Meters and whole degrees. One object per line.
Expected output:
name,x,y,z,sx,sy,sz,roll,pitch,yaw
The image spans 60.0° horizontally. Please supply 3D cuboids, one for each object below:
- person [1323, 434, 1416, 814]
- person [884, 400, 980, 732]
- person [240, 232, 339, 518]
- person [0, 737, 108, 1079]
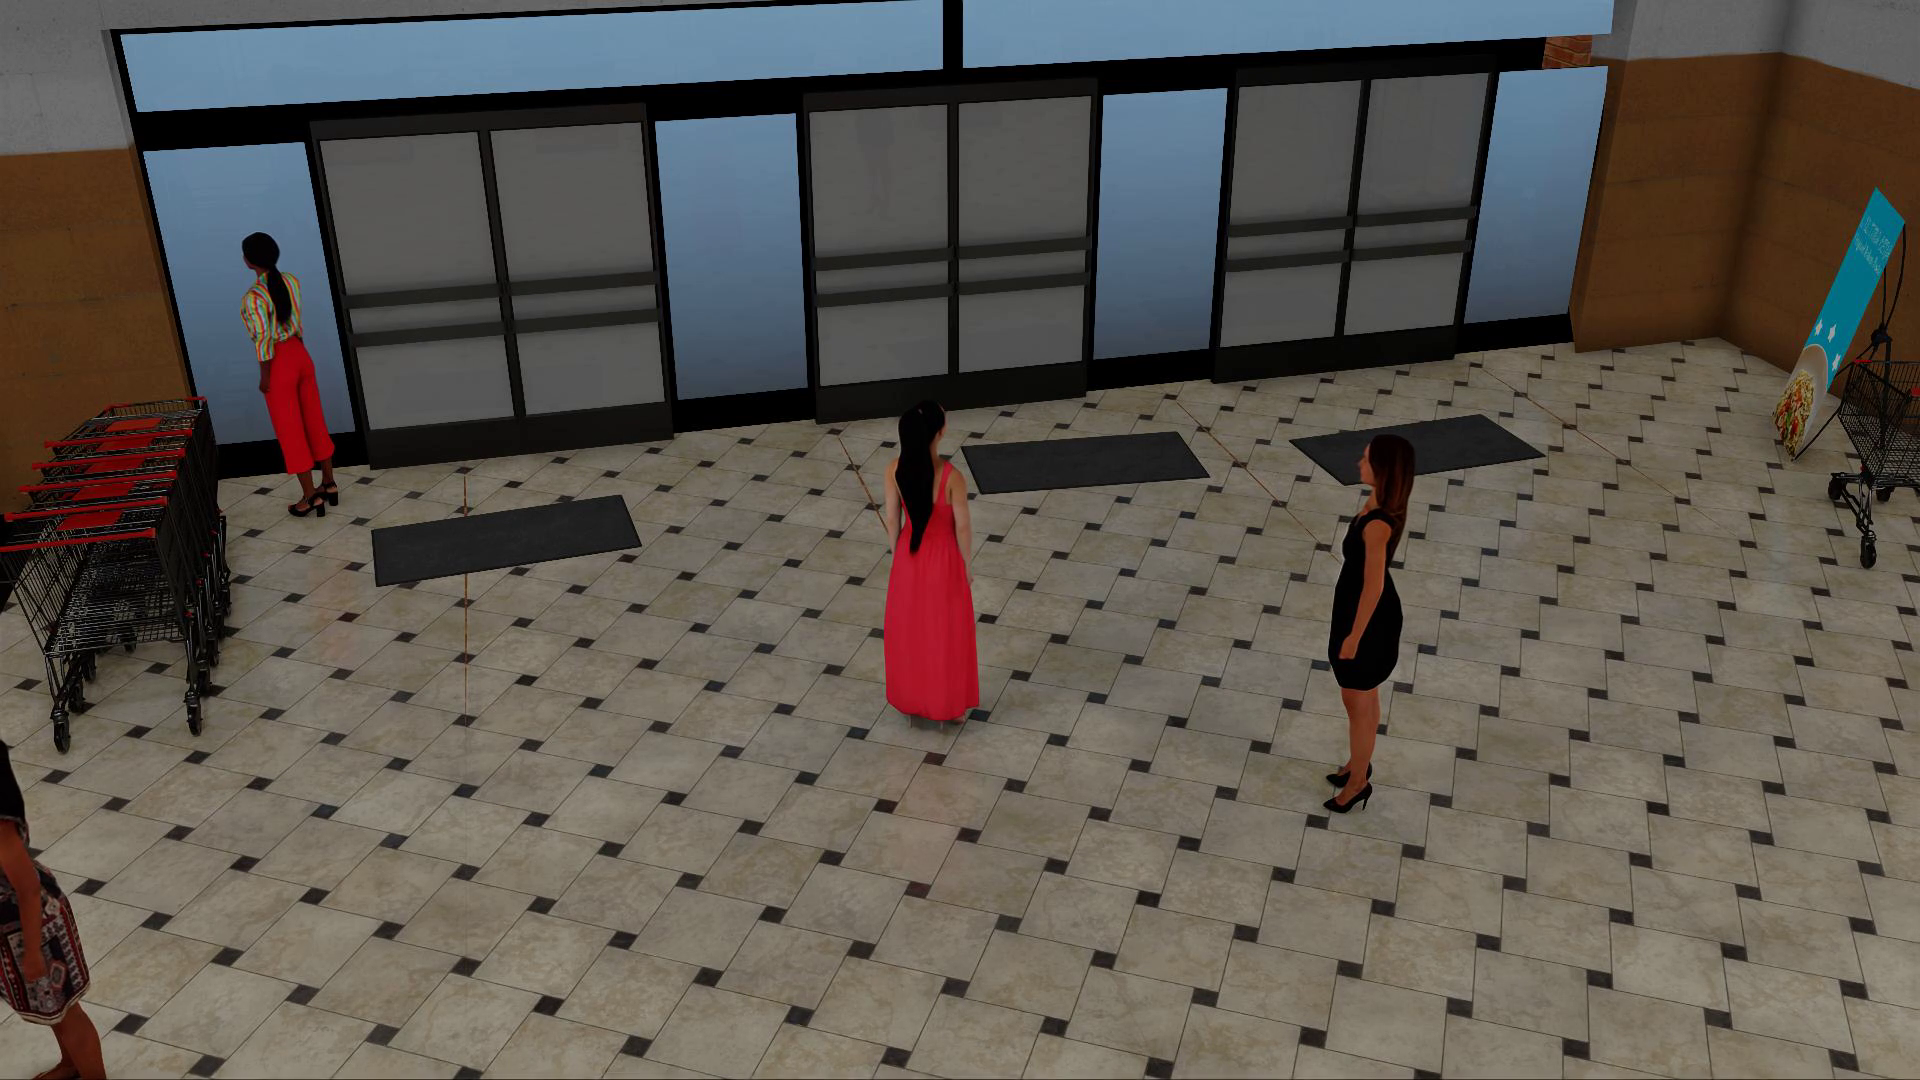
person,1.785,0.387,7.315,0.728,1.835,0.633,9,28,17
person,-0.148,0.138,7.926,0.714,1.727,0.750,10,29,19
person,-4.080,-0.993,10.084,0.748,1.793,0.648,8,28,16
person,-3.211,1.307,5.710,0.784,1.645,0.631,-21,34,-35
